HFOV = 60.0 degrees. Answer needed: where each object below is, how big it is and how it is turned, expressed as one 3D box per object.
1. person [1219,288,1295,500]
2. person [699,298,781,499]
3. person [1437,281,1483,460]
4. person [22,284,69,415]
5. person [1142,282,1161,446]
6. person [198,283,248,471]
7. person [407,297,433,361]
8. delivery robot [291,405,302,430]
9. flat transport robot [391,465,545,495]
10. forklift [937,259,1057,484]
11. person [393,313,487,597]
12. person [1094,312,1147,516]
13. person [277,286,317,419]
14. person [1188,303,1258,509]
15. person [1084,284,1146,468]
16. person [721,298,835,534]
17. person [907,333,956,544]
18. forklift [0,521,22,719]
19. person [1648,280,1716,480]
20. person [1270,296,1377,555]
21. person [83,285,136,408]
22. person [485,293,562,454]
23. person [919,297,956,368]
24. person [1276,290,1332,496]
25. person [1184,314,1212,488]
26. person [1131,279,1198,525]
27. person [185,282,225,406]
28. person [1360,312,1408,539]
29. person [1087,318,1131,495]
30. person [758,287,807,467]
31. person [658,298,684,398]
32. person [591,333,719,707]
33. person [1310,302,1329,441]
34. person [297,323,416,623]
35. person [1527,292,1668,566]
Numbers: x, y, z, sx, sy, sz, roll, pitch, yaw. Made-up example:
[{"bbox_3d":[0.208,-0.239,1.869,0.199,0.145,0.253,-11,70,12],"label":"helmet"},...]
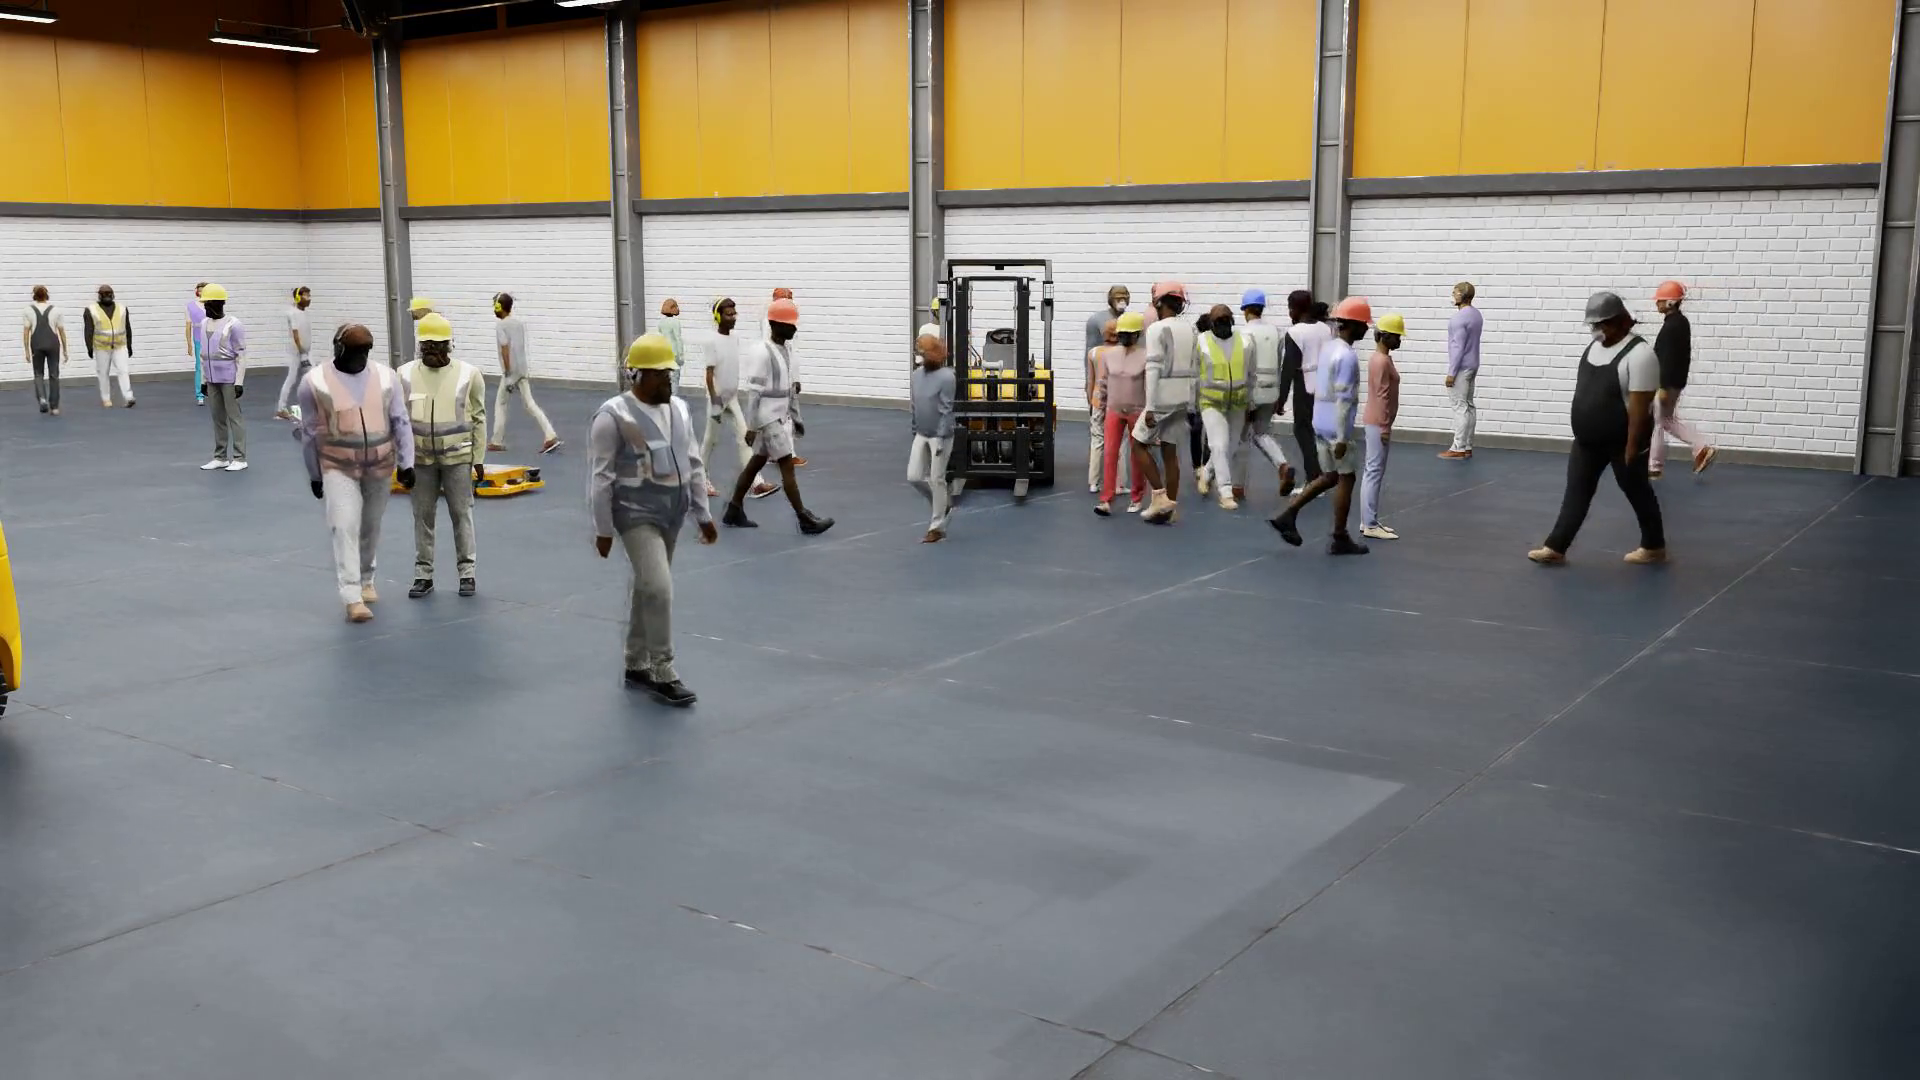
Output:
[{"bbox_3d":[2.681,-1.283,14.874,0.626,1.917,0.691,-6,11,-32],"label":"person"},{"bbox_3d":[-2.084,-1.262,15.036,0.978,1.815,0.541,6,11,33],"label":"person"},{"bbox_3d":[5.463,-1.840,18.127,0.368,1.940,0.633,7,12,35],"label":"person"},{"bbox_3d":[-12.806,-2.661,23.317,0.539,1.829,0.417,-5,11,-27],"label":"person"},{"bbox_3d":[2.338,-2.059,19.523,0.404,1.910,0.636,3,10,15],"label":"person"},{"bbox_3d":[-7.616,-1.671,17.150,0.585,1.928,0.369,4,10,24],"label":"person"},{"bbox_3d":[-6.591,-2.115,20.428,0.755,1.707,0.525,-6,11,-33],"label":"person"},{"bbox_3d":[-7.692,-1.528,20.102,0.707,0.478,0.477,-6,11,-30],"label":"delivery robot"},{"bbox_3d":[-4.690,-0.580,15.579,1.431,0.197,0.652,3,10,18],"label":"flat transport robot"},{"bbox_3d":[0.370,-1.738,16.759,1.214,2.155,2.313,1,10,3],"label":"forklift"},{"bbox_3d":[-3.353,-0.542,10.717,0.590,1.830,0.404,-1,10,-7],"label":"person"},{"bbox_3d":[1.391,-1.047,14.028,0.541,1.722,0.845,3,10,18],"label":"person"},{"bbox_3d":[-8.922,-2.531,22.625,1.003,1.811,0.529,2,10,11],"label":"person"},{"bbox_3d":[2.299,-1.201,14.774,0.637,1.803,0.816,-2,10,-13],"label":"person"},{"bbox_3d":[1.609,-1.663,17.104,0.655,1.925,0.439,-2,10,-14],"label":"person"},{"bbox_3d":[-1.511,-0.970,13.207,1.022,1.887,0.576,2,10,14],"label":"person"},{"bbox_3d":[-0.198,-0.779,12.759,0.494,1.616,0.401,9,13,42],"label":"person"},{"bbox_3d":[-5.296,-0.090,6.943,1.214,2.155,2.313,7,12,35],"label":"forklift"},{"bbox_3d":[7.032,-1.557,16.339,0.677,1.971,0.628,7,12,35],"label":"person"},{"bbox_3d":[2.687,-0.828,12.197,0.675,1.913,0.573,-1,10,-8],"label":"person"},{"bbox_3d":[-12.481,-2.829,24.442,0.664,1.792,0.958,-8,12,-39],"label":"person"},{"bbox_3d":[-4.957,-1.856,18.656,1.013,1.808,0.555,4,10,21],"label":"person"},{"bbox_3d":[-0.230,-1.908,19.036,0.525,1.772,0.304,-6,11,-34],"label":"person"},{"bbox_3d":[3.162,-1.342,15.271,0.624,1.895,0.486,-9,13,-44],"label":"person"},{"bbox_3d":[2.375,-1.342,15.981,0.554,1.648,0.867,2,10,12],"label":"person"},{"bbox_3d":[1.671,-1.121,13.634,0.467,2.007,0.645,9,13,42],"label":"person"},{"bbox_3d":[-11.286,-2.937,24.932,0.574,1.843,0.374,-7,12,-38],"label":"person"},{"bbox_3d":[3.310,-0.893,13.013,0.317,1.765,0.522,2,10,9],"label":"person"},{"bbox_3d":[1.406,-1.229,15.401,0.520,1.633,0.312,5,11,29],"label":"person"},{"bbox_3d":[-1.880,-1.709,17.507,0.356,1.884,0.573,-9,13,-42],"label":"person"},{"bbox_3d":[-4.057,-2.584,23.454,0.284,1.636,0.500,-9,13,-43],"label":"person"},{"bbox_3d":[-1.443,-0.107,8.178,0.743,1.801,0.601,6,11,31],"label":"person"},{"bbox_3d":[4.114,-1.910,19.292,0.321,1.690,0.529,2,10,12],"label":"person"},{"bbox_3d":[-3.702,-0.437,10.234,0.617,1.789,0.923,-7,12,-36],"label":"person"},{"bbox_3d":[4.592,-0.816,11.725,1.066,2.000,0.758,-4,10,-21],"label":"person"}]
